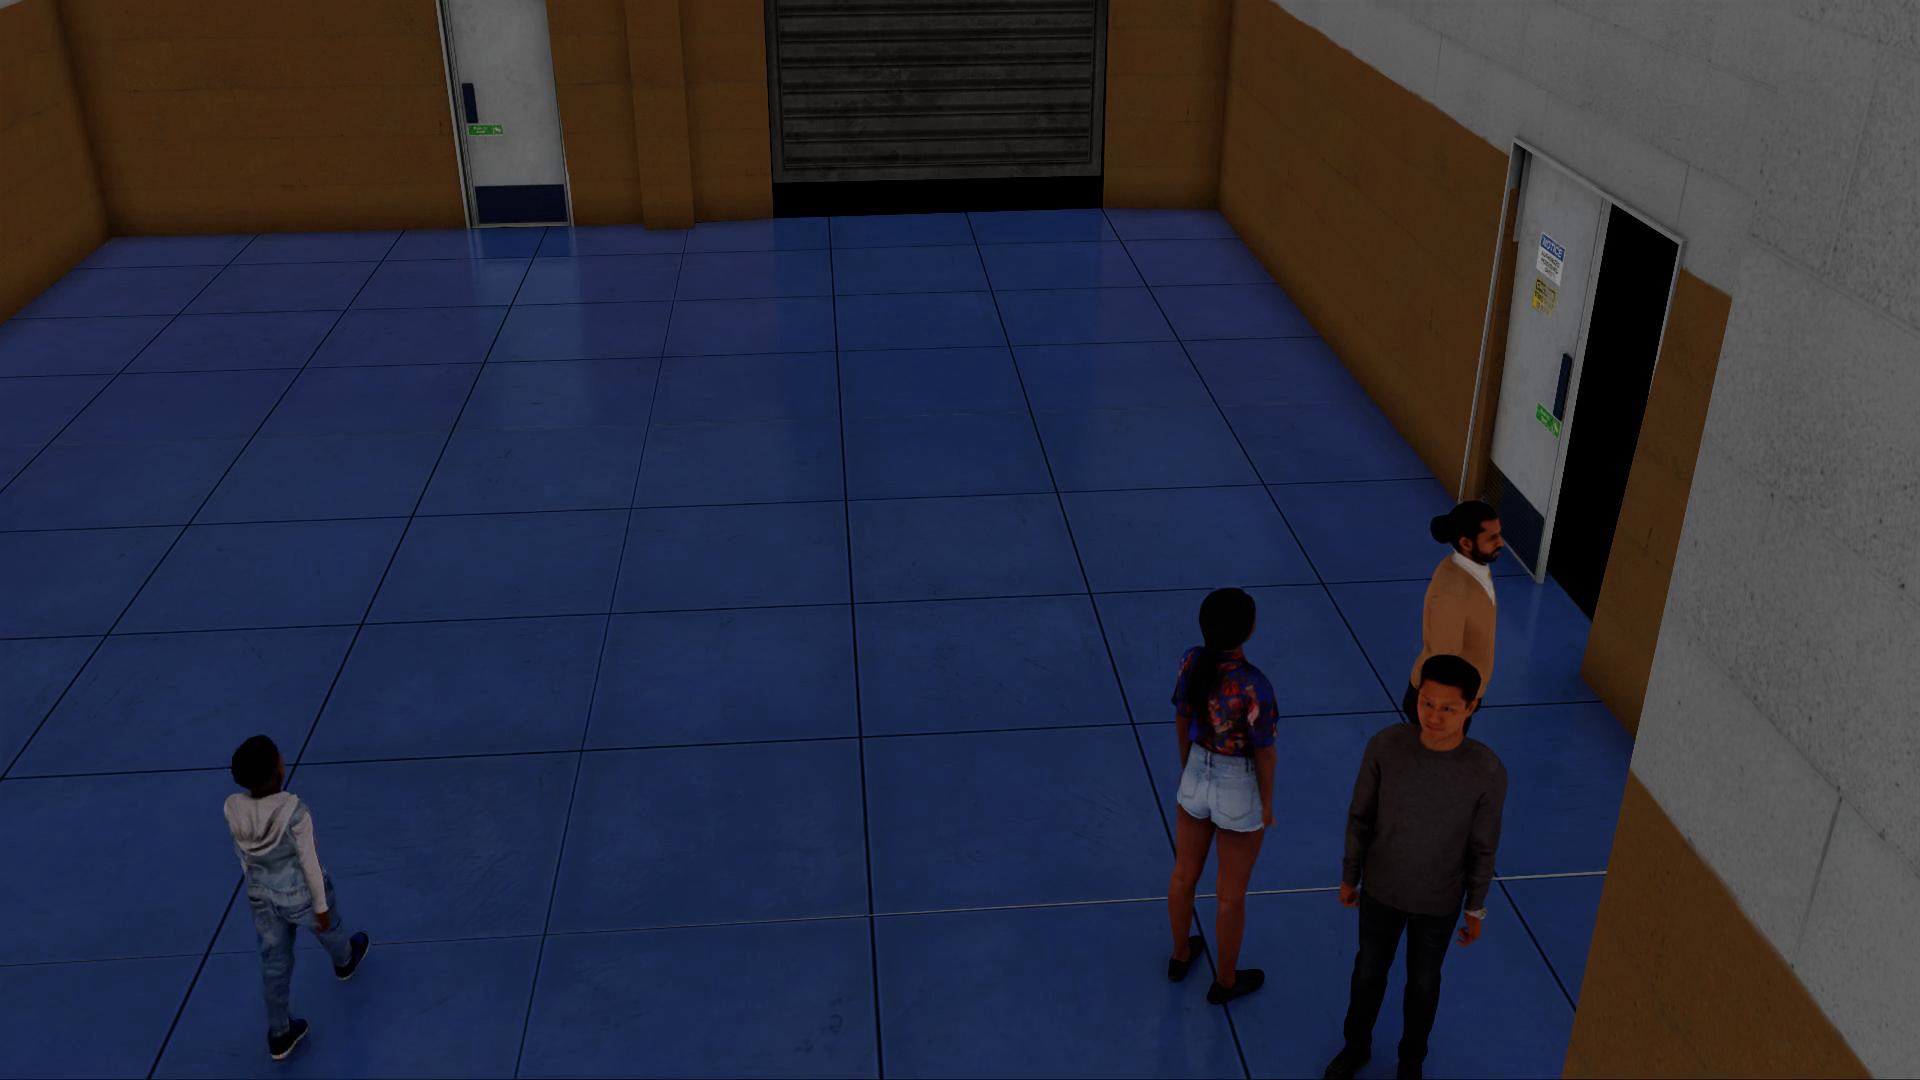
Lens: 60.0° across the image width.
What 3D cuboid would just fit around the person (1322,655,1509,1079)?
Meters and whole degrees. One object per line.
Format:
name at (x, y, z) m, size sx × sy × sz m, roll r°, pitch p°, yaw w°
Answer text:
person at (1.550, 1.171, 5.660) m, size 0.649 × 1.769 × 0.775 m, roll -9°, pitch 28°, yaw -17°

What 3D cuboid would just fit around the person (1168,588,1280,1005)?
person at (0.960, 0.941, 6.144) m, size 0.664 × 1.741 × 0.711 m, roll 23°, pitch 35°, yaw 38°

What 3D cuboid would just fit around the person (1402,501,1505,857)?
person at (1.964, 0.637, 6.721) m, size 0.755 × 1.755 × 0.751 m, roll 11°, pitch 29°, yaw 21°

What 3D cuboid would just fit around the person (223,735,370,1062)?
person at (-2.459, 1.301, 6.001) m, size 0.851 × 1.228 × 0.650 m, roll 2°, pitch 27°, yaw 4°
